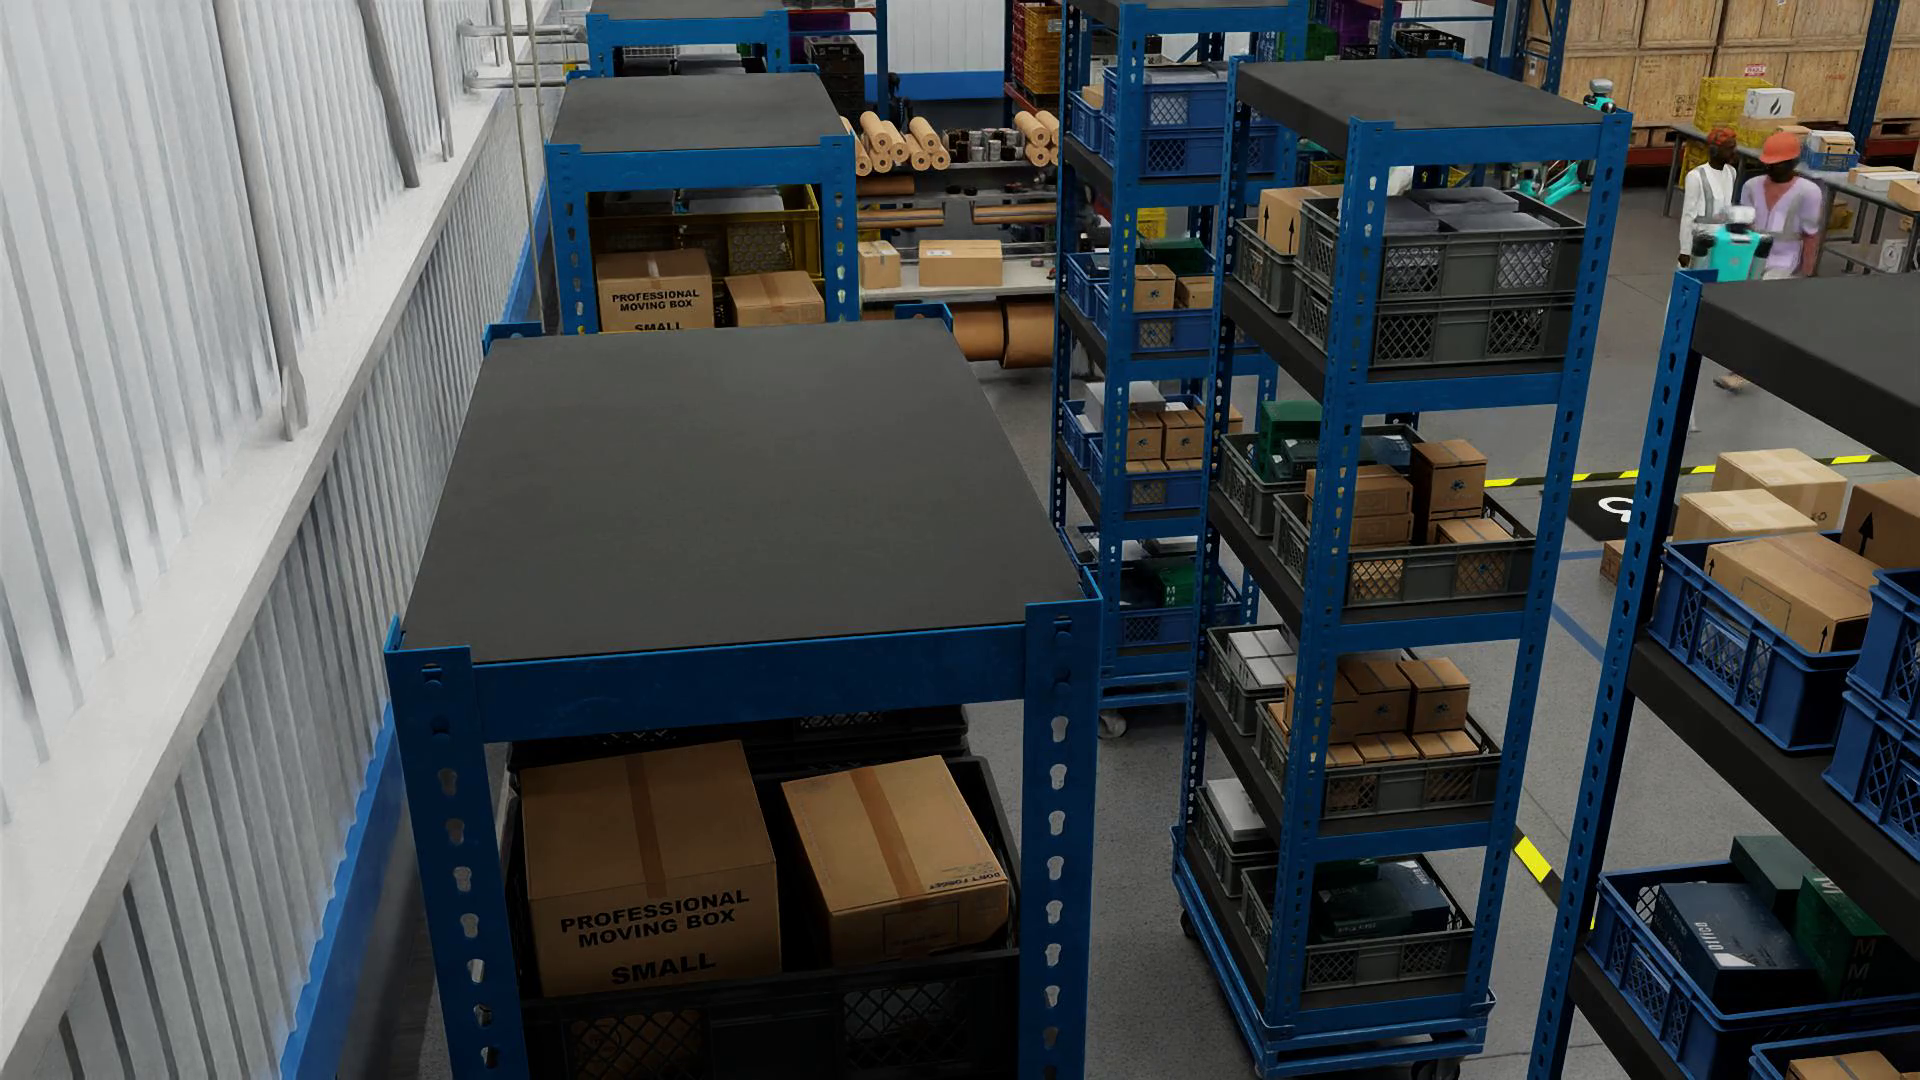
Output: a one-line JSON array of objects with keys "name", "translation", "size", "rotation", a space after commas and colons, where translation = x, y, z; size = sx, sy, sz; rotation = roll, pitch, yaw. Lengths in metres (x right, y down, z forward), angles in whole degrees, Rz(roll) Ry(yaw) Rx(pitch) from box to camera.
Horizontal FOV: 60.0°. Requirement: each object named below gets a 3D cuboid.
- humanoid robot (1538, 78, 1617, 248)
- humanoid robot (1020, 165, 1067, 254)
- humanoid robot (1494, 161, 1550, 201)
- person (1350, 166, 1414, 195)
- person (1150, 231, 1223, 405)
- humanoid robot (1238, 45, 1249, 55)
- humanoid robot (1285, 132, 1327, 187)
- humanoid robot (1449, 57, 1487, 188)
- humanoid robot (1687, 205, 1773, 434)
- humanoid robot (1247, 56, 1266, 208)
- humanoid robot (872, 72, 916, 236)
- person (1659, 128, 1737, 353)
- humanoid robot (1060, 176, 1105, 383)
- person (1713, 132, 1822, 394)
[{"name": "humanoid robot", "translation": [5.984, -3.687, 16.438], "size": [0.741, 1.689, 0.530], "rotation": [-2, 25, -4]}, {"name": "humanoid robot", "translation": [0.684, -2.556, 14.181], "size": [0.395, 1.647, 0.600], "rotation": [17, 30, 32]}, {"name": "humanoid robot", "translation": [5.286, -3.465, 16.165], "size": [0.551, 1.856, 0.816], "rotation": [-10, 27, -21]}, {"name": "person", "translation": [3.423, -2.483, 13.688], "size": [0.616, 1.945, 0.394], "rotation": [6, 25, 13]}, {"name": "person", "translation": [1.479, -1.098, 10.789], "size": [0.589, 1.853, 0.375], "rotation": [-2, 25, -4]}, {"name": "humanoid robot", "translation": [3.326, -4.666, 18.677], "size": [0.765, 1.764, 0.546], "rotation": [-22, 33, -39]}, {"name": "humanoid robot", "translation": [3.865, -4.554, 18.375], "size": [0.666, 1.742, 0.530], "rotation": [-5, 25, -11]}, {"name": "humanoid robot", "translation": [5.640, -4.510, 18.424], "size": [0.610, 1.637, 0.600], "rotation": [0, 25, 1]}, {"name": "humanoid robot", "translation": [5.384, -1.597, 11.989], "size": [0.540, 1.738, 0.969], "rotation": [2, 25, 4]}, {"name": "humanoid robot", "translation": [3.280, -4.546, 18.492], "size": [0.325, 1.653, 0.588], "rotation": [-5, 25, -11]}, {"name": "humanoid robot", "translation": [-0.692, -4.034, 17.364], "size": [0.599, 1.657, 0.315], "rotation": [-21, 32, -37]}, {"name": "person", "translation": [6.082, -2.418, 13.623], "size": [0.573, 1.884, 0.356], "rotation": [-17, 30, -32]}, {"name": "humanoid robot", "translation": [1.003, -2.033, 13.038], "size": [0.542, 1.645, 0.596], "rotation": [7, 26, 15]}, {"name": "person", "translation": [6.189, -2.138, 12.883], "size": [0.979, 1.994, 0.613], "rotation": [-15, 29, -29]}]
